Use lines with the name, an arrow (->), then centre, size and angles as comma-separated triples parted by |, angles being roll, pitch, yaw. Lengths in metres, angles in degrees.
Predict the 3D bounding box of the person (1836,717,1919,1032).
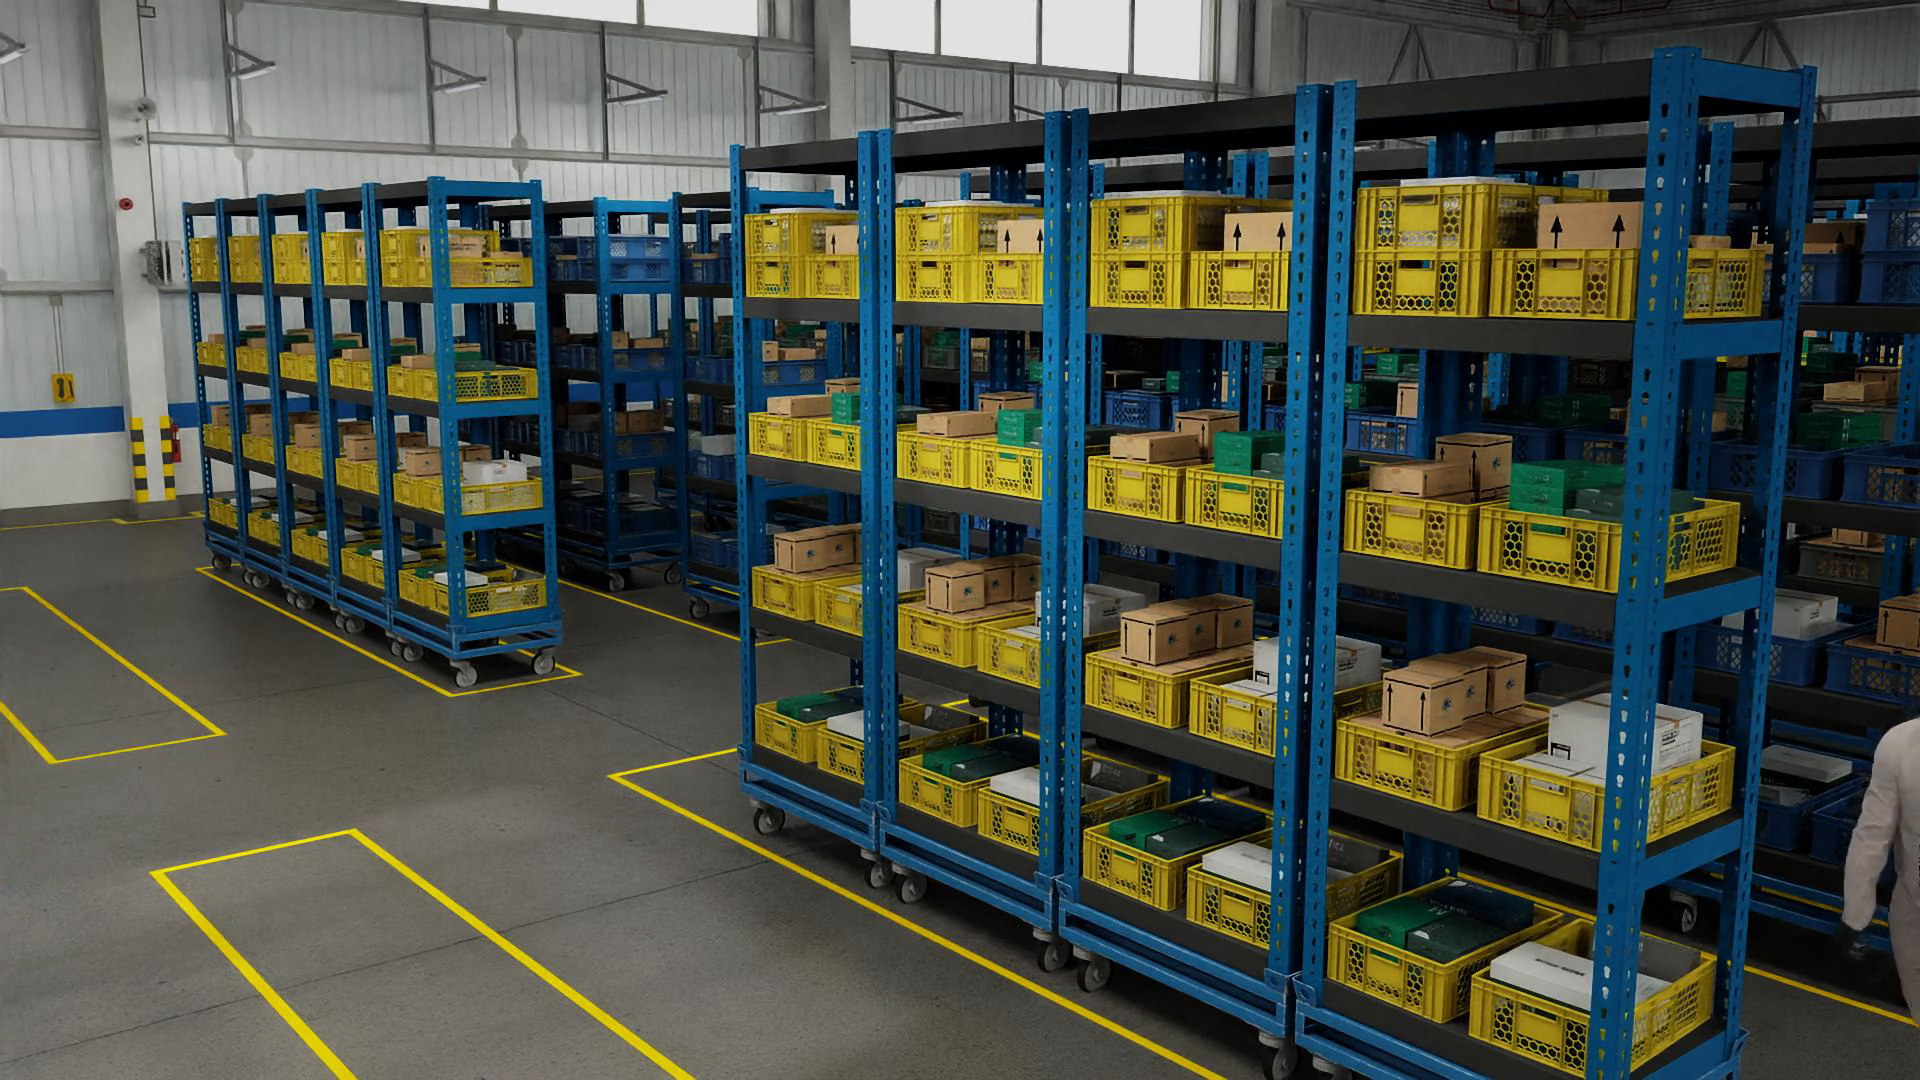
person -> 3.217, 1.219, 5.335 | 1.009, 1.862, 0.655 | -9, 13, -42

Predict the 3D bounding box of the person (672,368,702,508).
person -> -3.291, -1.312, 20.737 | 0.592, 1.805, 0.801 | 8, 12, 40
